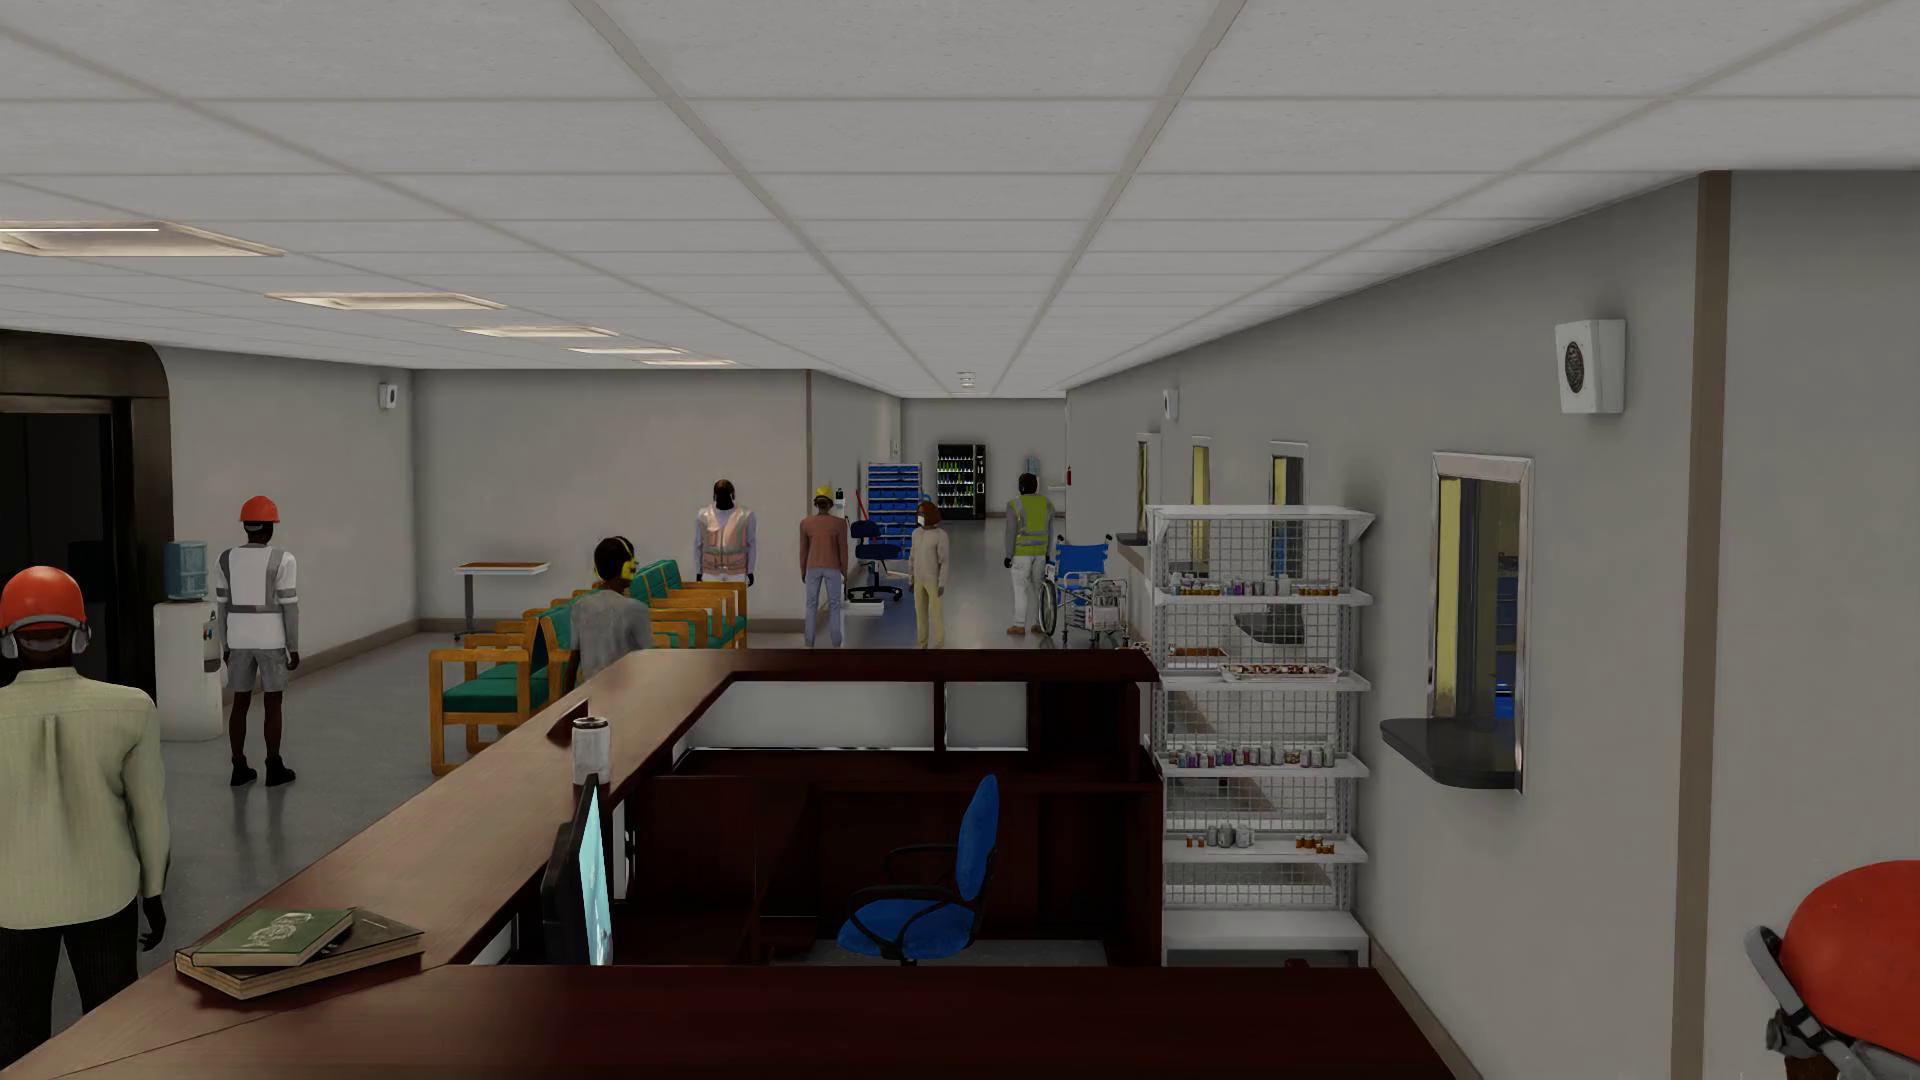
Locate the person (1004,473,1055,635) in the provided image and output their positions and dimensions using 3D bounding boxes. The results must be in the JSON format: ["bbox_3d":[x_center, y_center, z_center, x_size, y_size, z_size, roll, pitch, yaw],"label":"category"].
[{"bbox_3d":[0.766,0.157,18.866,0.627,1.844,0.429,-2,5,-30],"label":"person"}]

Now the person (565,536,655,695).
[{"bbox_3d":[-1.736,0.894,8.669,0.516,1.820,0.983,3,5,35],"label":"person"}]

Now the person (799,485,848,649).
[{"bbox_3d":[-1.413,0.311,17.304,0.521,1.759,0.346,1,4,8],"label":"person"}]

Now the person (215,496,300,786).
[{"bbox_3d":[-4.658,0.671,11.081,0.546,1.929,0.392,0,4,3],"label":"person"}]

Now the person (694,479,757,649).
[{"bbox_3d":[-2.362,0.310,16.718,0.624,1.844,0.430,0,4,0],"label":"person"}]

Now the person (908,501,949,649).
[{"bbox_3d":[-0.324,0.426,16.525,0.497,1.633,0.285,4,6,42],"label":"person"}]

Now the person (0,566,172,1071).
[{"bbox_3d":[-2.682,1.071,4.951,0.608,1.996,0.375,-2,5,-31],"label":"person"}]

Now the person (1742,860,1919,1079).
[{"bbox_3d":[0.913,1.307,1.711,0.393,1.985,0.611,2,4,21],"label":"person"}]
